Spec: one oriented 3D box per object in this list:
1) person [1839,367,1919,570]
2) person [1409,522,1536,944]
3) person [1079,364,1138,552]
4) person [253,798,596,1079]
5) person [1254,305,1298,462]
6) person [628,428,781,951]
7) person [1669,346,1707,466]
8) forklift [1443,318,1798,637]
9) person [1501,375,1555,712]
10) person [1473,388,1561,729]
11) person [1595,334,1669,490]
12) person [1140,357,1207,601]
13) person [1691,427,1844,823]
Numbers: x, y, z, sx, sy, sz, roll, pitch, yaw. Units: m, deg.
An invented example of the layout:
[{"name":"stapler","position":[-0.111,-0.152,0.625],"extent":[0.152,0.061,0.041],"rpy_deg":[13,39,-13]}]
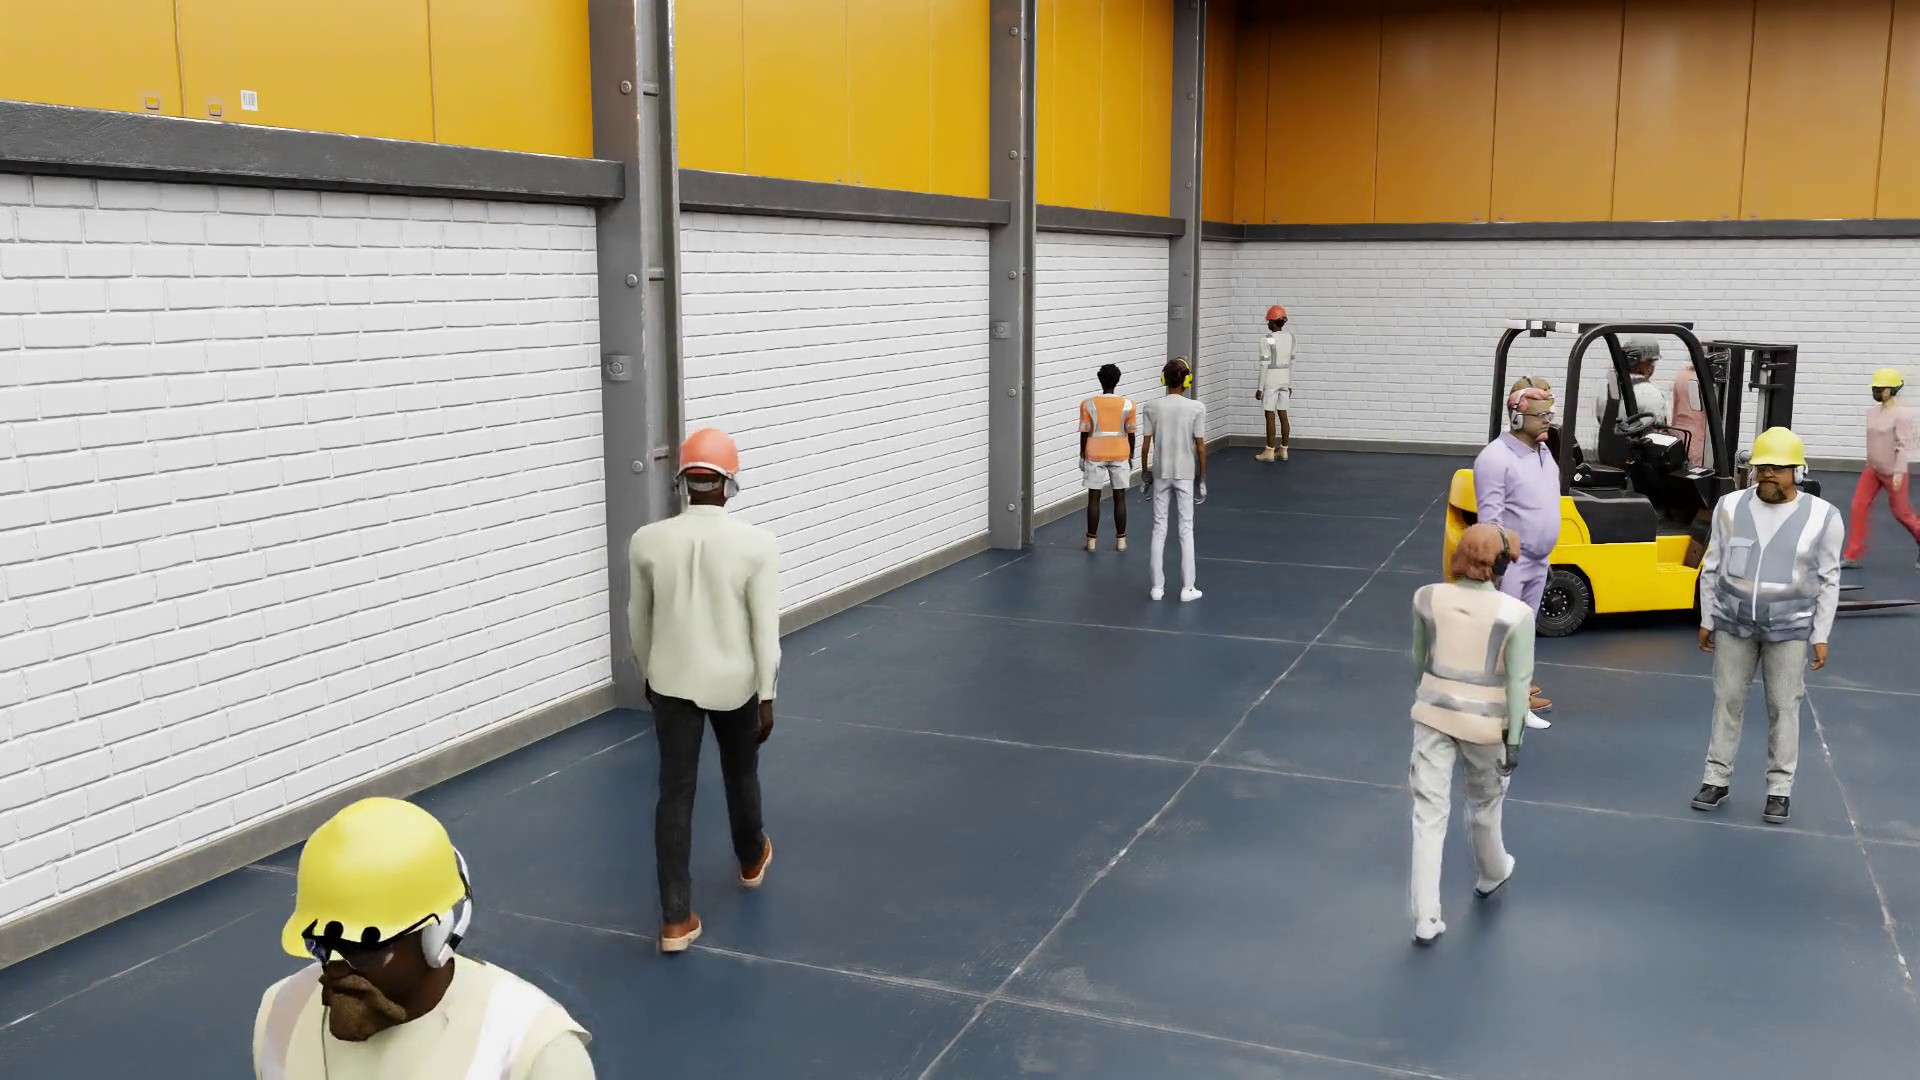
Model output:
[{"name":"person","position":[7.845,-0.595,13.989],"extent":[0.892,1.720,0.548],"rpy_deg":[-1,9,-8]},{"name":"person","position":[1.981,0.715,6.454],"extent":[0.505,1.583,0.869],"rpy_deg":[6,11,34]},{"name":"person","position":[1.329,-0.734,14.951],"extent":[0.532,1.690,0.319],"rpy_deg":[0,9,-3]},{"name":"person","position":[-0.835,1.247,2.688],"extent":[0.624,1.798,0.880],"rpy_deg":[3,10,20]},{"name":"person","position":[4.132,-2.050,21.847],"extent":[0.607,2.048,0.369],"rpy_deg":[-6,11,-33]},{"name":"person","position":[-0.985,0.539,6.484],"extent":[0.612,1.940,1.024],"rpy_deg":[0,9,3]},{"name":"person","position":[6.785,-0.879,15.315],"extent":[0.403,1.879,0.773],"rpy_deg":[-1,9,-7]},{"name":"forklift","position":[4.706,-0.497,11.990],"extent":[2.313,2.155,1.214],"rpy_deg":[-2,10,-10]},{"name":"person","position":[3.269,0.015,9.660],"extent":[0.372,1.940,0.631],"rpy_deg":[2,10,10]},{"name":"person","position":[3.060,0.125,9.086],"extent":[0.637,1.911,0.403],"rpy_deg":[-8,12,-41]},{"name":"person","position":[5.396,-0.665,13.474],"extent":[0.728,2.000,0.696],"rpy_deg":[-3,10,-18]},{"name":"person","position":[1.637,-0.462,12.759],"extent":[0.518,1.870,0.323],"rpy_deg":[3,10,19]},{"name":"person","position":[3.726,0.388,7.715],"extent":[0.586,1.835,0.403],"rpy_deg":[7,12,38]}]
